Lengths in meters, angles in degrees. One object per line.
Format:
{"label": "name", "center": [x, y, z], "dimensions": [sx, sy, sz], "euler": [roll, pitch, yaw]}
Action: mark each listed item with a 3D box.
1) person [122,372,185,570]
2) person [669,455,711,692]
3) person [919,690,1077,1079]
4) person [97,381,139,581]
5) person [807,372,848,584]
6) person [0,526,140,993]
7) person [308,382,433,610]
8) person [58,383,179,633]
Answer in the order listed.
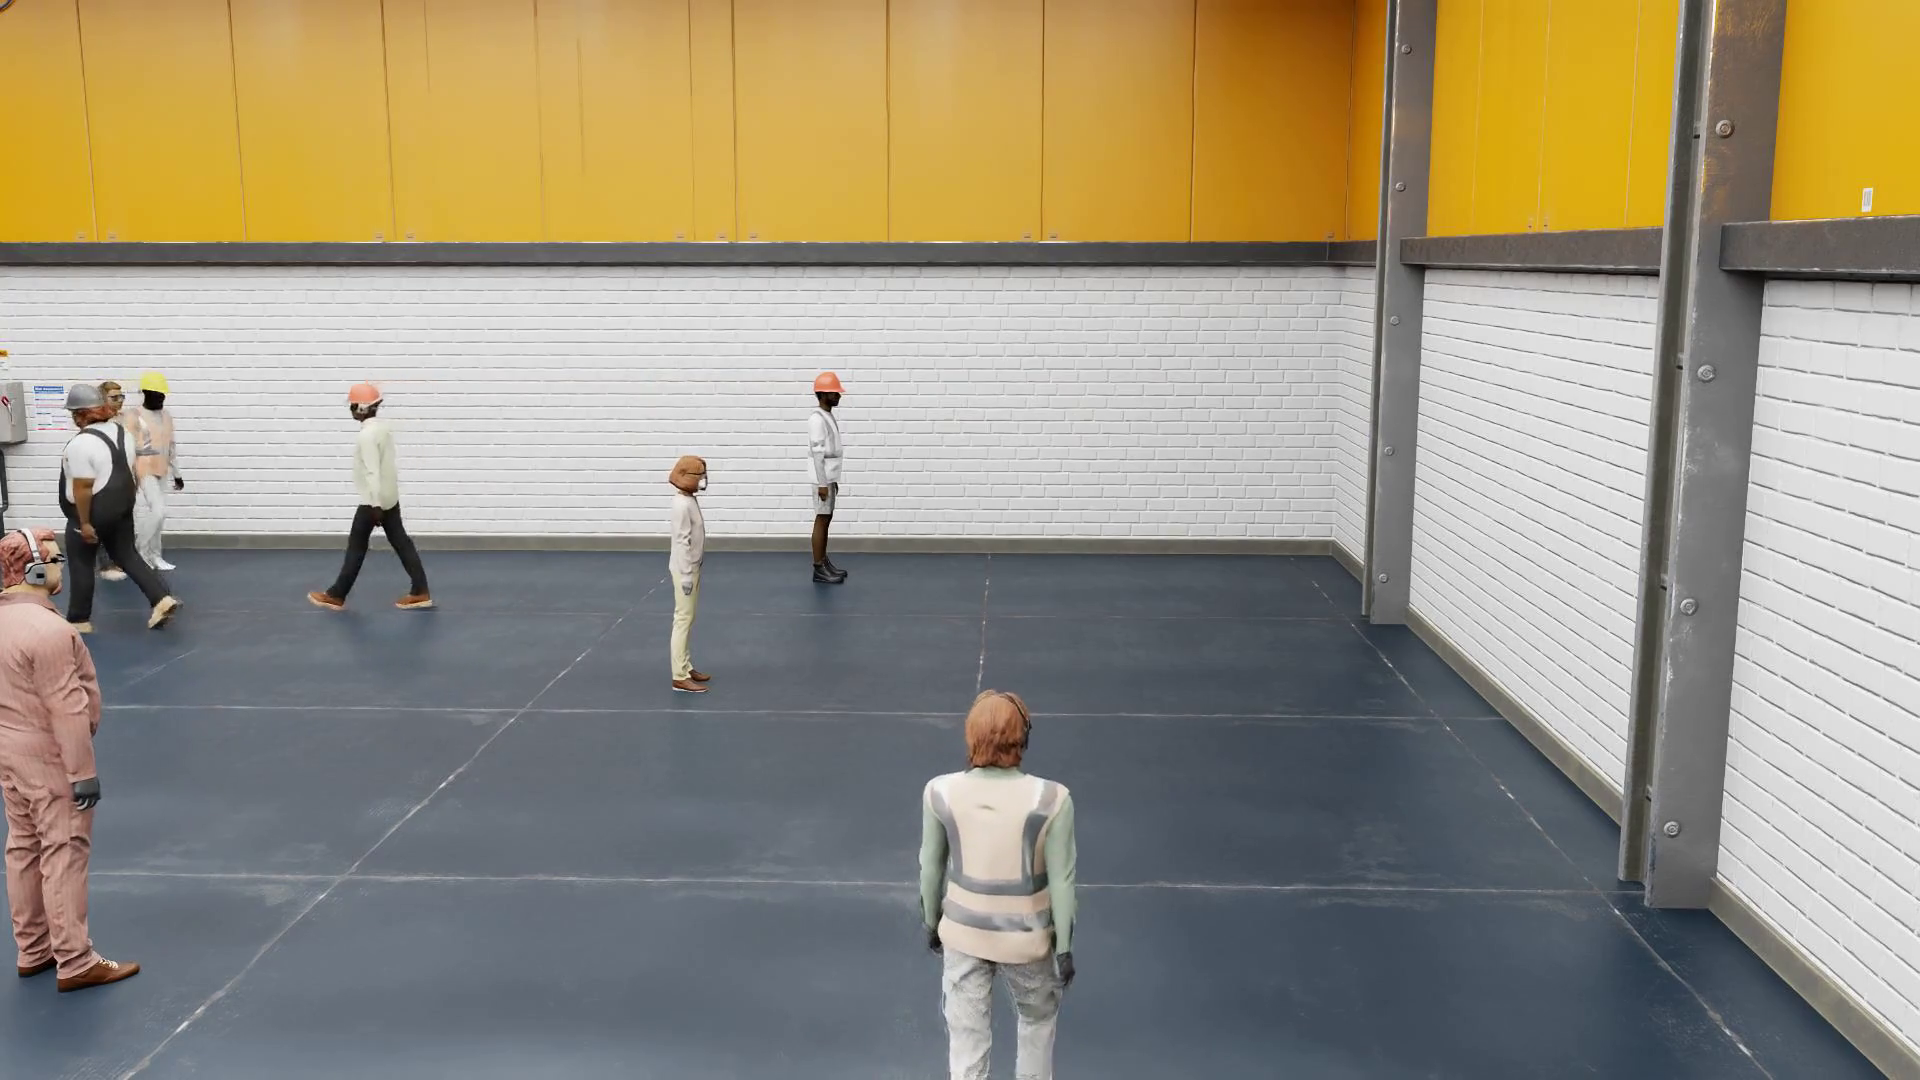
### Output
{"label": "person", "center": [-7.640, -0.640, 15.783], "dimensions": [0.443, 1.905, 0.588], "euler": [2, 10, 9]}
{"label": "person", "center": [-1.871, 0.224, 11.521], "dimensions": [0.277, 1.631, 0.506], "euler": [0, 10, -3]}
{"label": "person", "center": [0.129, 1.278, 5.388], "dimensions": [0.539, 1.612, 0.627], "euler": [2, 10, 14]}
{"label": "person", "center": [-7.859, -0.556, 15.467], "dimensions": [0.350, 1.846, 0.506], "euler": [2, 10, 11]}
{"label": "person", "center": [-1.218, -0.576, 15.314], "dimensions": [0.358, 1.938, 0.542], "euler": [1, 10, 5]}
{"label": "person", "center": [-3.724, 0.891, 6.813], "dimensions": [0.643, 1.909, 0.410], "euler": [6, 12, 33]}
{"label": "person", "center": [-4.988, -0.361, 14.063], "dimensions": [1.044, 1.935, 0.639], "euler": [0, 10, 0]}
{"label": "person", "center": [-6.754, -0.262, 13.174], "dimensions": [0.914, 2.000, 0.682], "euler": [2, 10, 13]}
